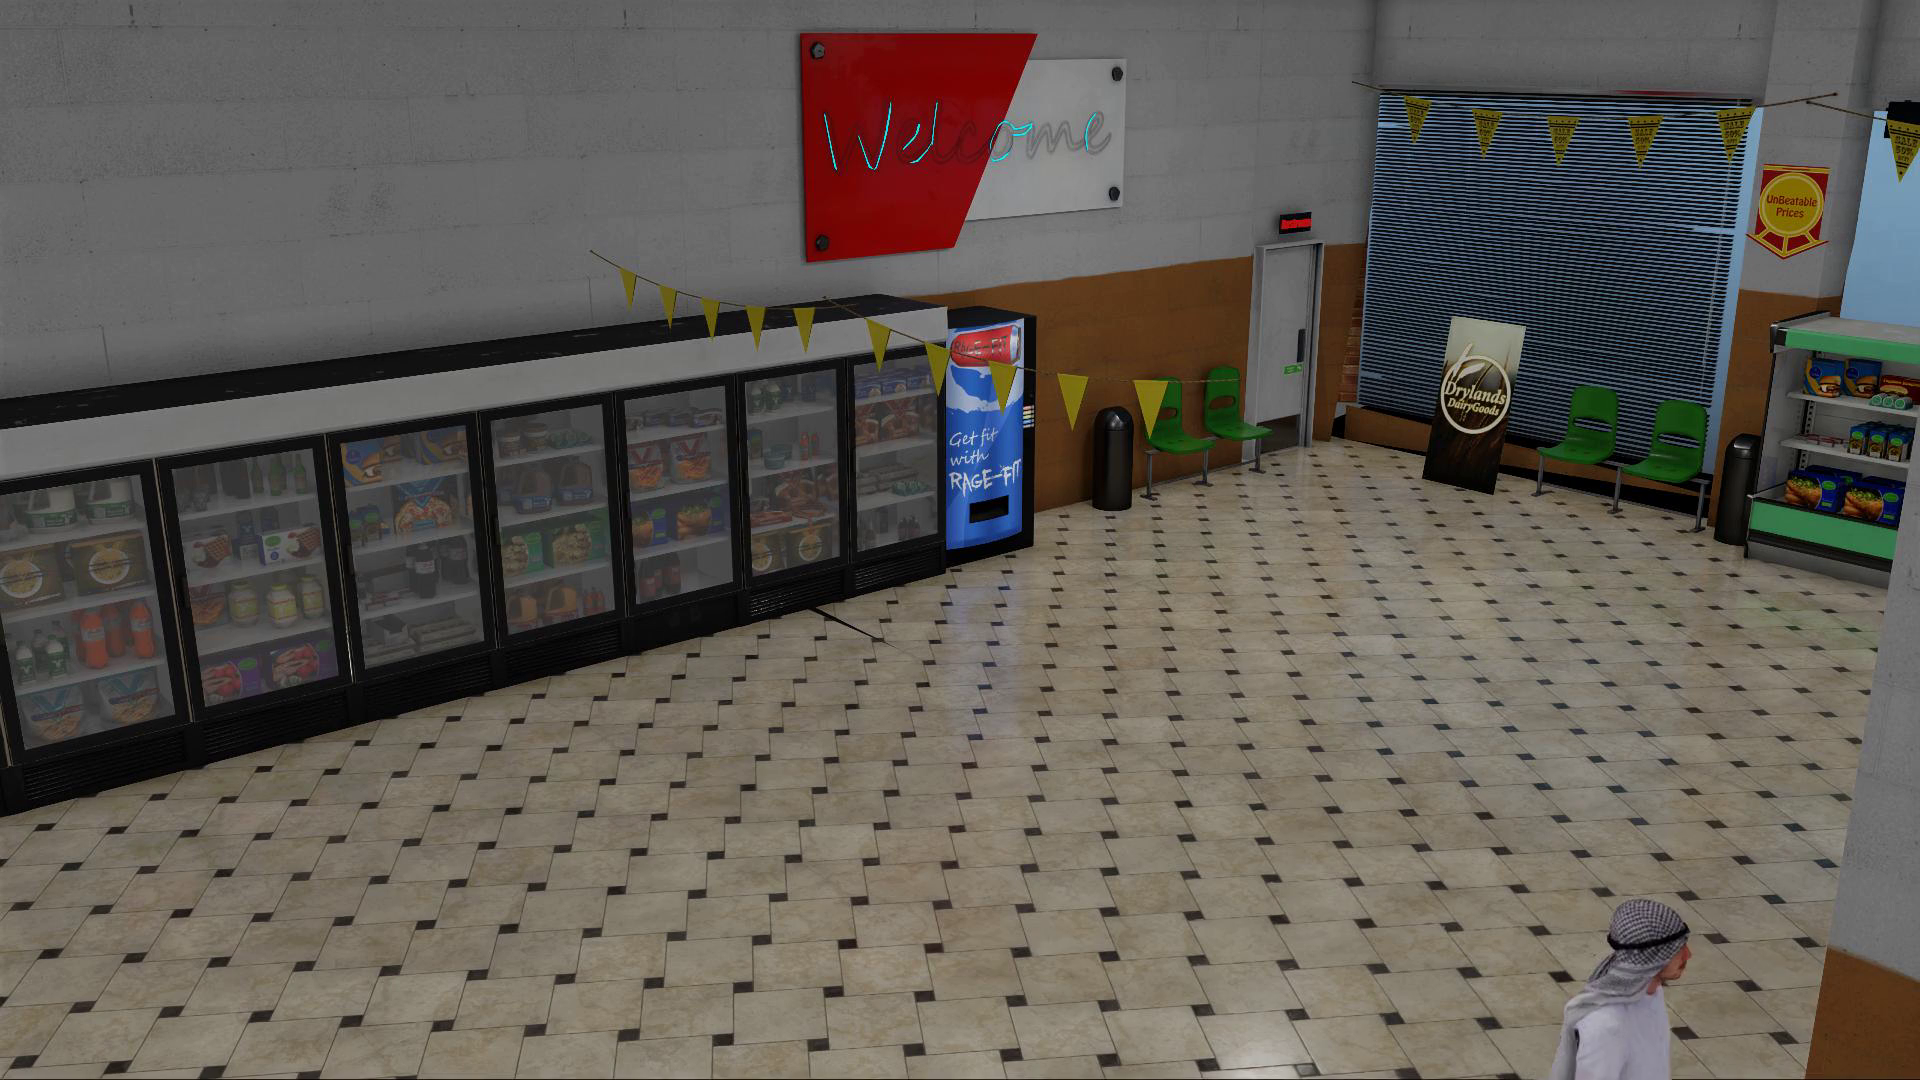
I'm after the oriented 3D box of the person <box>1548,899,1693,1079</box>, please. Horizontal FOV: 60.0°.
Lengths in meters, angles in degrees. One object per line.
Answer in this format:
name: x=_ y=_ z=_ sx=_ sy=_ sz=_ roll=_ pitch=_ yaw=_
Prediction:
person: x=1.992 y=1.995 z=5.356 sx=0.879 sy=1.910 sz=0.818 roll=9 pitch=19 yaw=27
